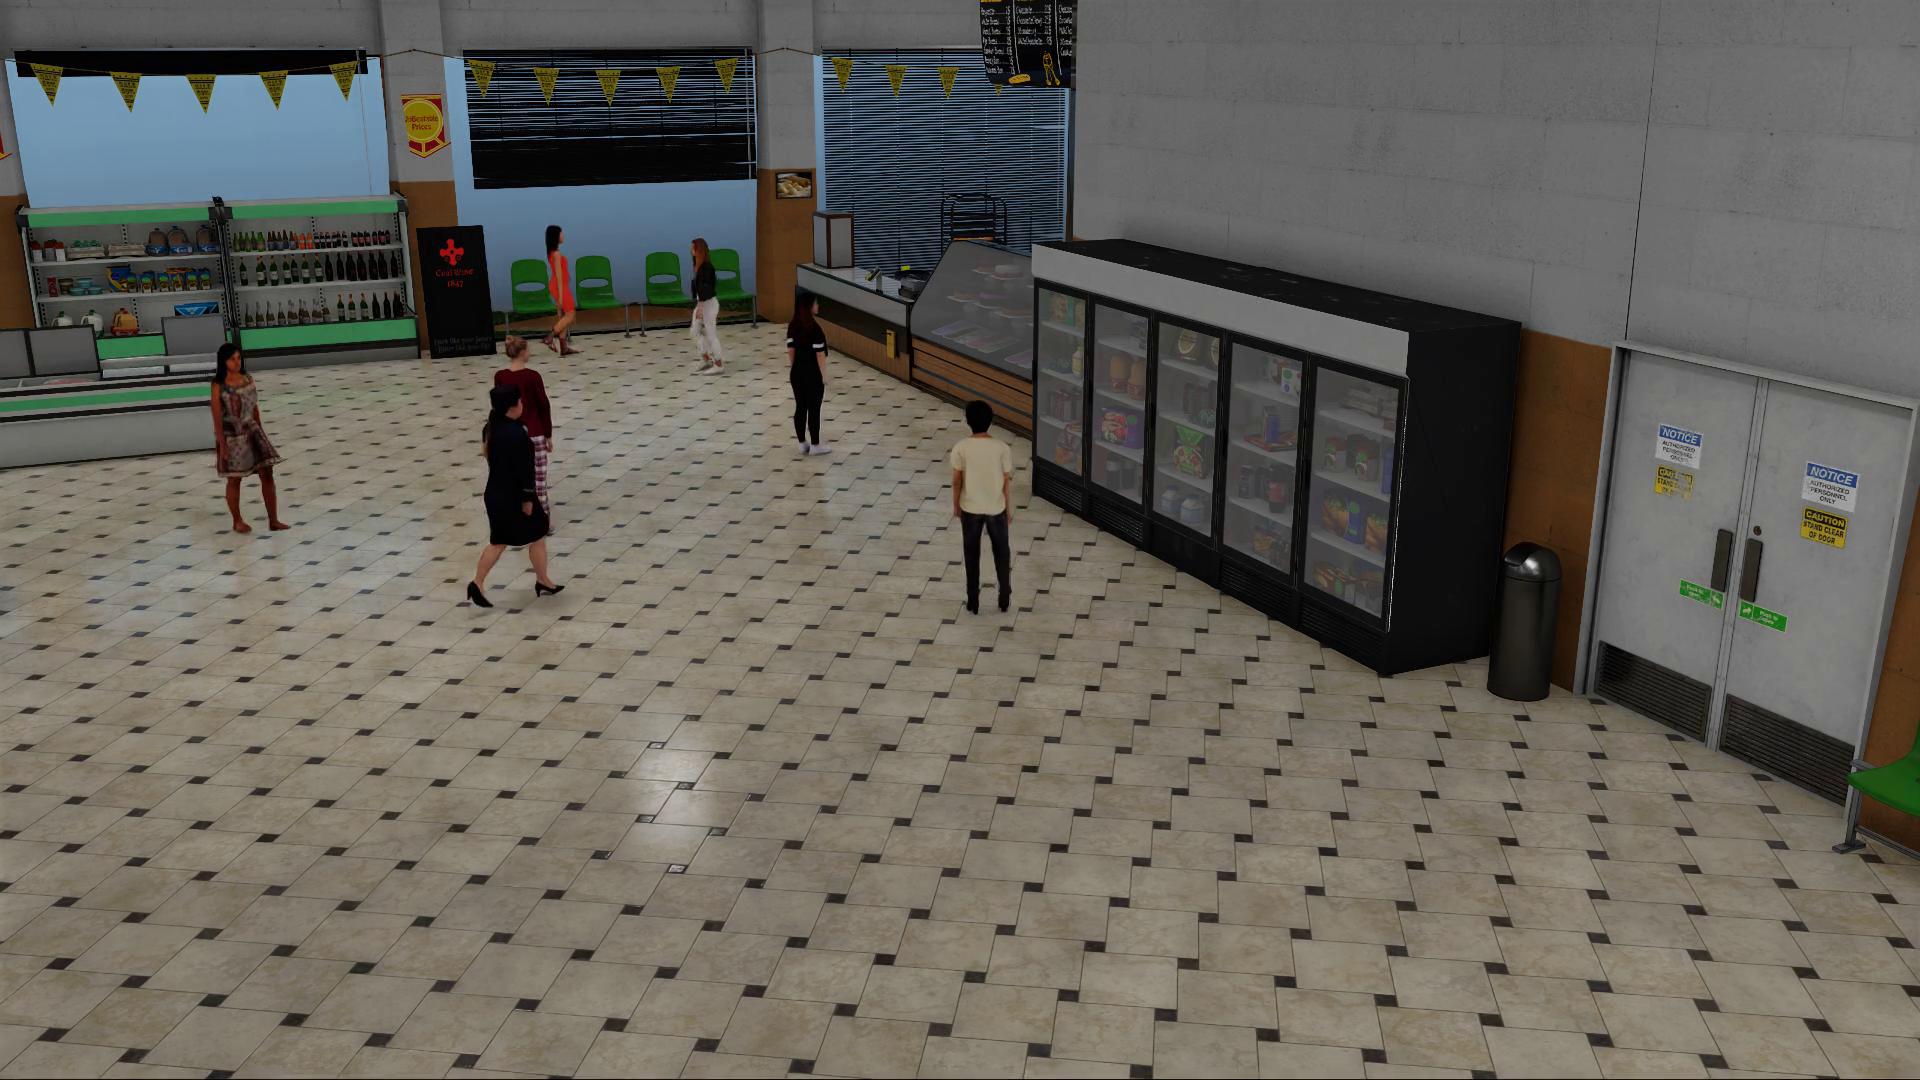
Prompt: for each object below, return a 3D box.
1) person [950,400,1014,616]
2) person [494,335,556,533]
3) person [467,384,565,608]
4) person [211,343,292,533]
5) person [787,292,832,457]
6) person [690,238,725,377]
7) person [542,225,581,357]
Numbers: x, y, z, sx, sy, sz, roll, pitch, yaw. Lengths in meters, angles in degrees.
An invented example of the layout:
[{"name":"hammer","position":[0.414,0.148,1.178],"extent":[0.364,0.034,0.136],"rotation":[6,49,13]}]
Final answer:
[{"name":"person","position":[0.162,-0.212,11.990],"extent":[0.589,1.583,0.733],"rotation":[0,17,-1]},{"name":"person","position":[-3.668,-0.891,14.025],"extent":[0.629,1.701,0.741],"rotation":[2,17,8]},{"name":"person","position":[-3.335,-0.280,12.116],"extent":[0.949,1.641,1.152],"rotation":[15,22,40]},{"name":"person","position":[-6.126,-0.853,14.029],"extent":[0.961,1.625,0.940],"rotation":[11,20,32]},{"name":"person","position":[-1.535,-1.672,16.702],"extent":[0.705,1.639,0.732],"rotation":[12,21,34]},{"name":"person","position":[-3.059,-2.889,20.630],"extent":[0.585,1.687,0.605],"rotation":[-8,19,-24]},{"name":"person","position":[-5.305,-3.186,21.761],"extent":[0.757,1.598,0.629],"rotation":[-10,19,-29]}]
